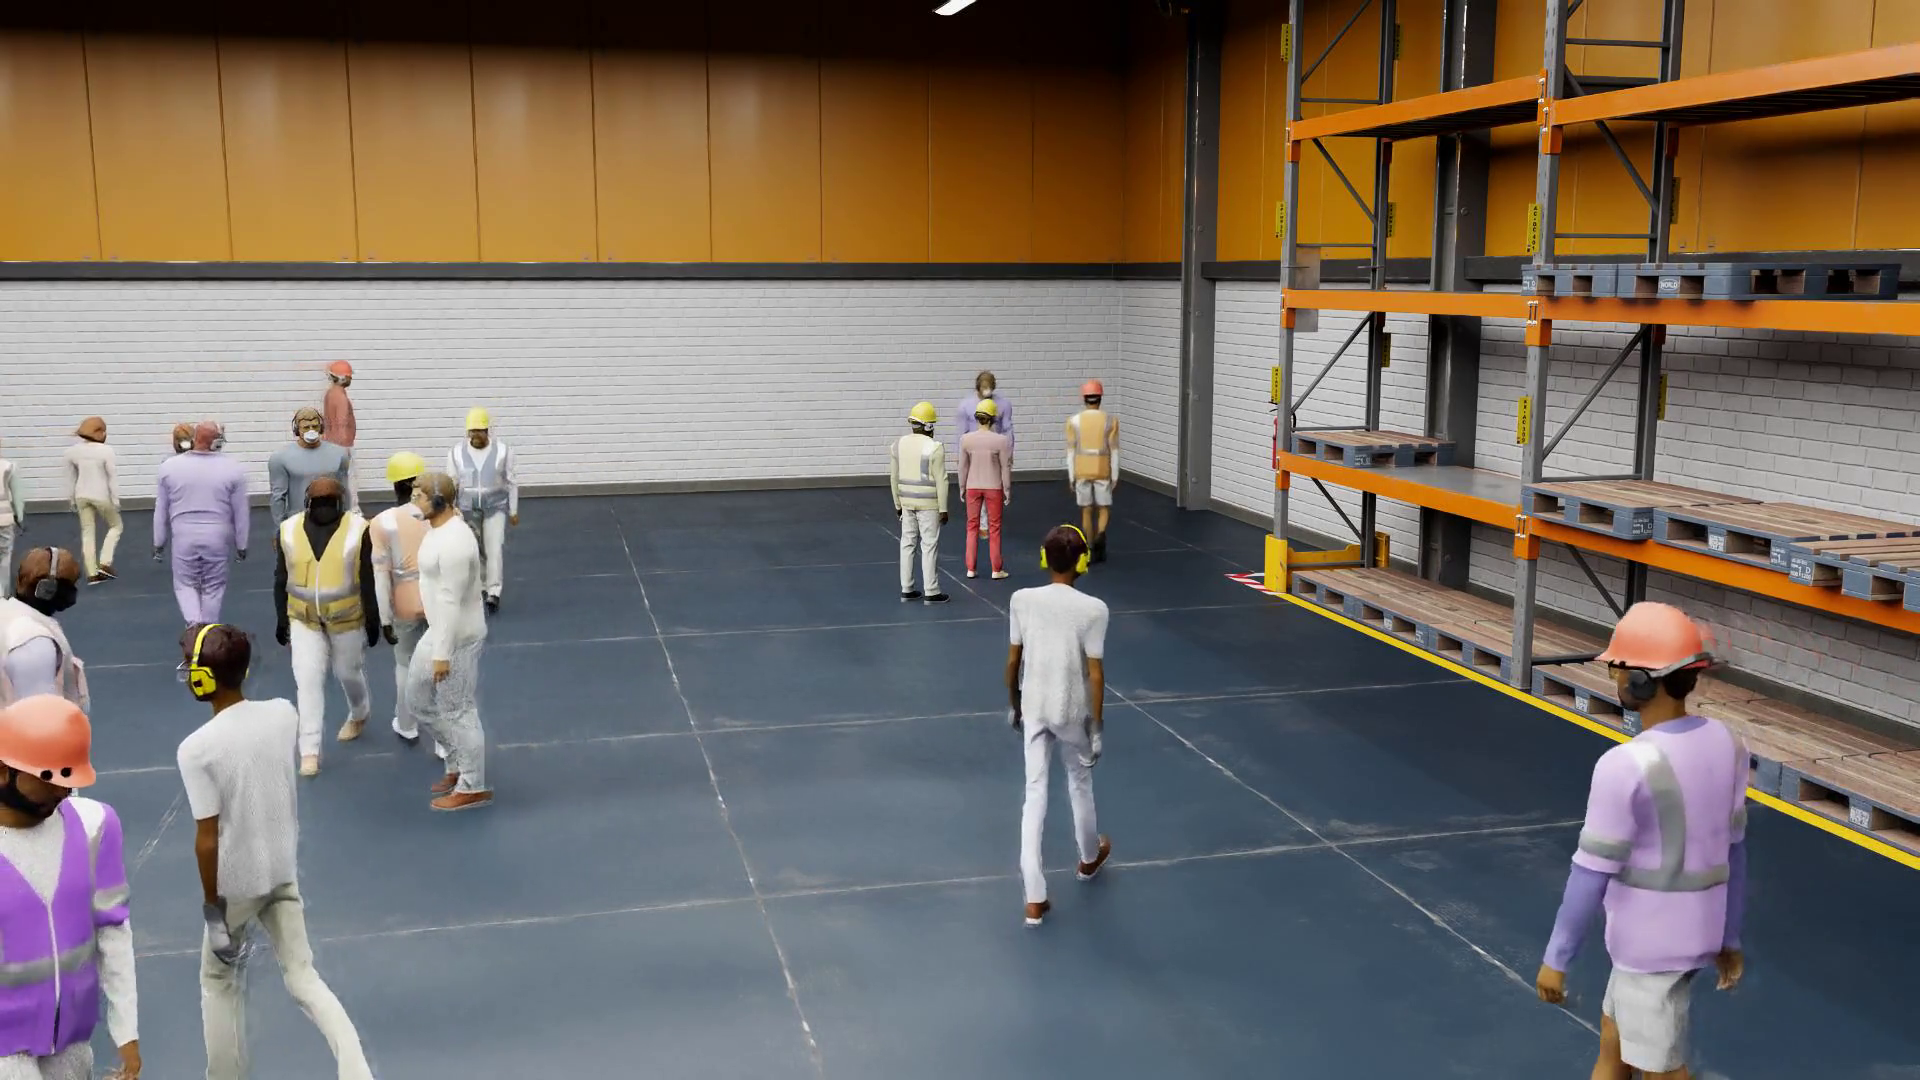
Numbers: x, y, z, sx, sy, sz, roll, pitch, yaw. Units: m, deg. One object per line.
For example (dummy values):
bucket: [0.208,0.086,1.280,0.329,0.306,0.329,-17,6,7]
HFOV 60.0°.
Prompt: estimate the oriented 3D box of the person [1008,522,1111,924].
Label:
person: [0.463,0.821,7.879,0.544,1.821,0.953,3,10,18]

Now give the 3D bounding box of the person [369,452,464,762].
person: [-3.369,0.392,10.355,0.599,1.880,0.946,-5,10,-28]

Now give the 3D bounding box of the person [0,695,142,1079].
person: [-2.571,1.330,4.554,0.835,1.882,0.546,5,11,30]

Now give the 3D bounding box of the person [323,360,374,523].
person: [-7.362,-1.139,19.627,0.720,1.979,0.627,-7,12,-38]

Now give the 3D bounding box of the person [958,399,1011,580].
person: [0.248,-0.491,16.243,0.534,1.767,0.319,3,10,17]

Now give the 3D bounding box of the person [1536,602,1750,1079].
person: [1.989,1.174,5.089,0.641,2.005,0.951,-7,11,-36]

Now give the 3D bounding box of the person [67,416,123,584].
person: [-8.319,-0.384,16.018,0.526,1.609,0.396,1,9,4]

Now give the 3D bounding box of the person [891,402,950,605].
person: [-0.341,-0.332,15.043,0.600,1.830,0.403,7,11,36]

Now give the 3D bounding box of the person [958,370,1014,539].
person: [0.265,-0.994,18.966,0.646,1.913,0.817,-2,9,-13]

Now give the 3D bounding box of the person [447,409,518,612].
person: [-4.261,-0.264,14.767,0.623,1.781,0.927,-1,9,-8]

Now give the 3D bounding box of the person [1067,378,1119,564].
person: [1.351,-0.687,16.988,0.540,1.919,0.536,1,9,7]

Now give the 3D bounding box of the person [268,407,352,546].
person: [-5.120,-0.088,13.184,0.638,1.938,0.357,-8,12,-40]

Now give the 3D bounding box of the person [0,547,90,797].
person: [-4.039,0.932,7.216,0.533,1.814,0.664,-6,11,-34]

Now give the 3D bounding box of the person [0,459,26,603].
person: [-8.522,-0.149,14.558,0.541,1.606,0.758,-9,13,-43]

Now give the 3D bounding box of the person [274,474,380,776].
person: [-3.867,0.463,10.245,0.645,1.801,0.936,-1,9,-6]

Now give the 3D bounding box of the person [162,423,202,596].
person: [-7.160,-0.306,15.564,0.515,1.607,0.618,-6,11,-34]

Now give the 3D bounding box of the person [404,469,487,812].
person: [-2.844,0.566,9.180,0.442,1.924,0.629,-5,10,-27]

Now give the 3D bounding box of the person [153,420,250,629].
person: [-5.838,0.011,12.812,0.696,1.869,0.592,-3,10,-18]

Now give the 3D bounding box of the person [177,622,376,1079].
person: [-2.364,1.174,5.670,0.913,1.831,0.528,5,10,28]
